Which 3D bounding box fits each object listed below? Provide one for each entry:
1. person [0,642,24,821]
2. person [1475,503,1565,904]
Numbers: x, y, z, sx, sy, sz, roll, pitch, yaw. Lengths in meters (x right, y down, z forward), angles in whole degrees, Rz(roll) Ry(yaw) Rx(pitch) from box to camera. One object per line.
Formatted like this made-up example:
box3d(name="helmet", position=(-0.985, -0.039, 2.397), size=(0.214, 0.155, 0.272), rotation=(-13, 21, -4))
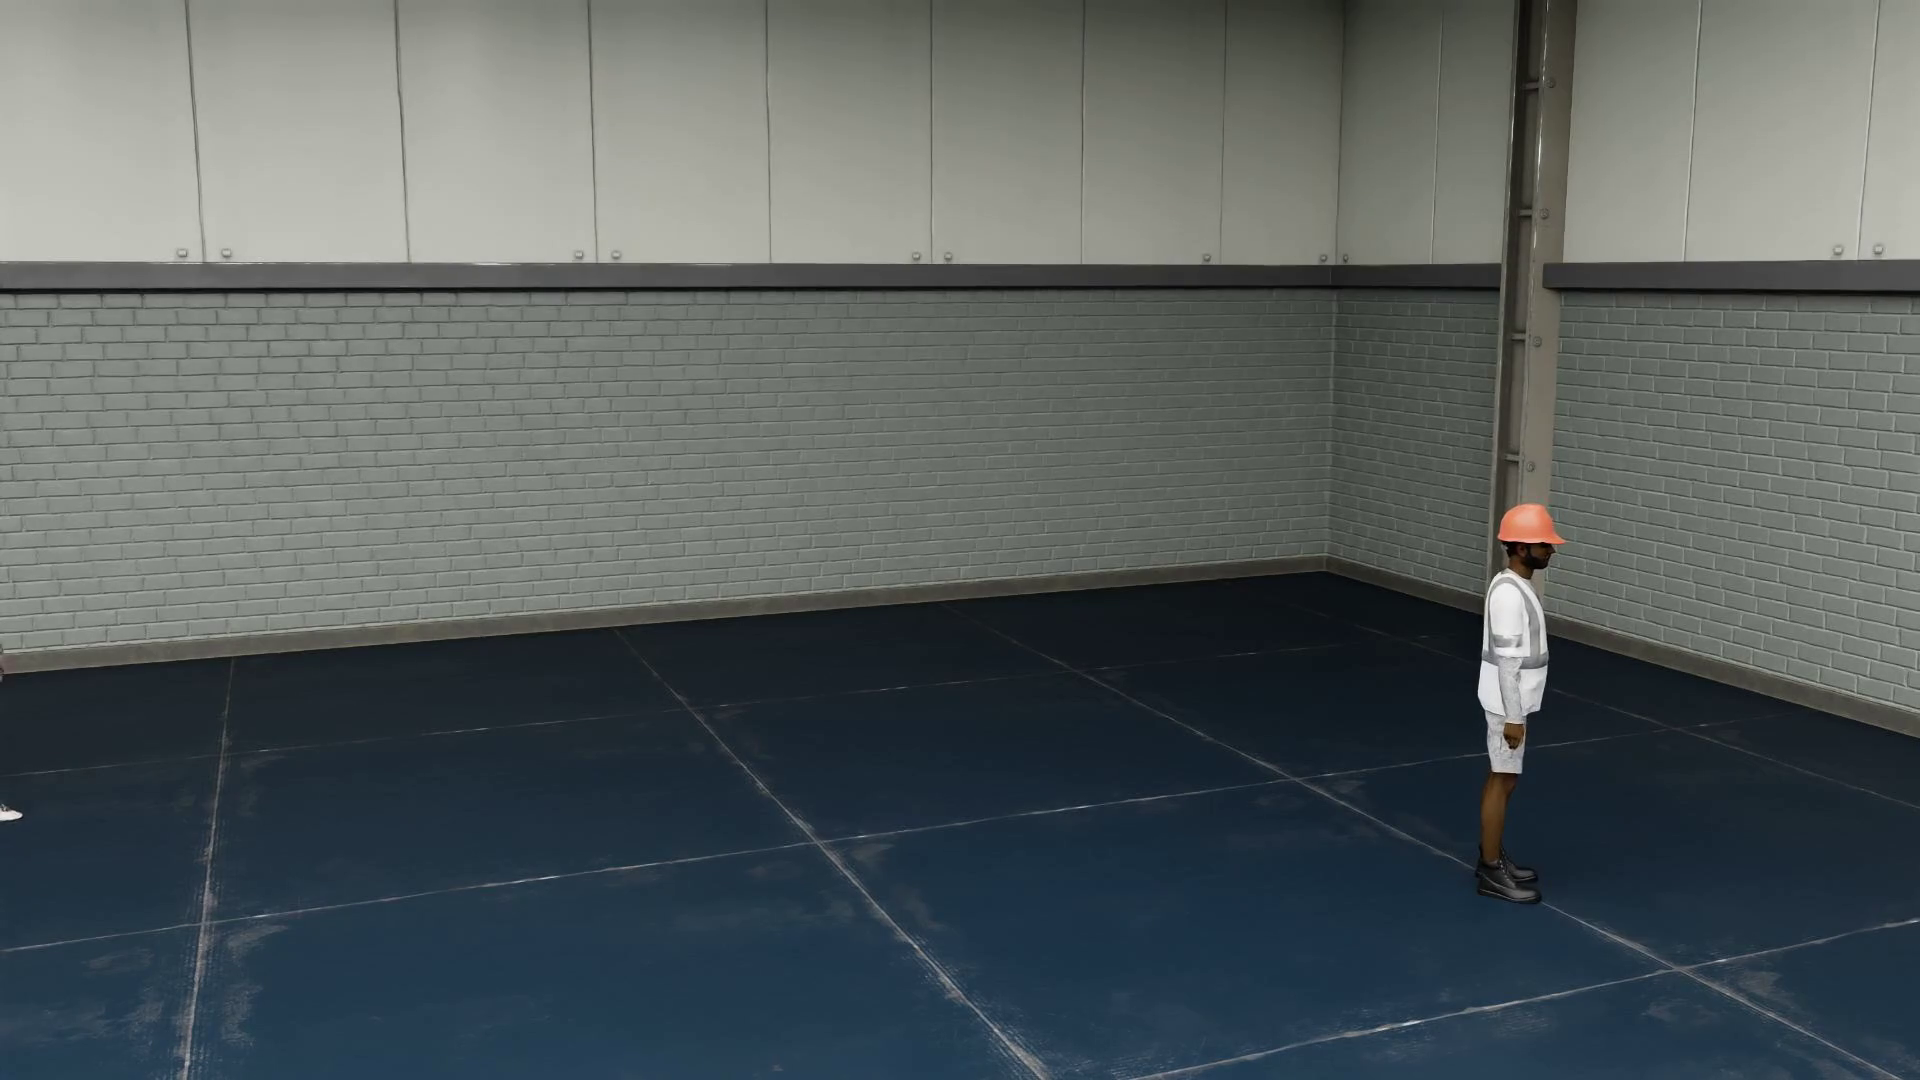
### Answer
box3d(name="person", position=(-5.636, 0.700, 9.260), size=(0.750, 1.741, 0.542), rotation=(1, 9, 7))
box3d(name="person", position=(2.717, 0.782, 8.122), size=(0.361, 1.939, 0.543), rotation=(3, 10, 19))
